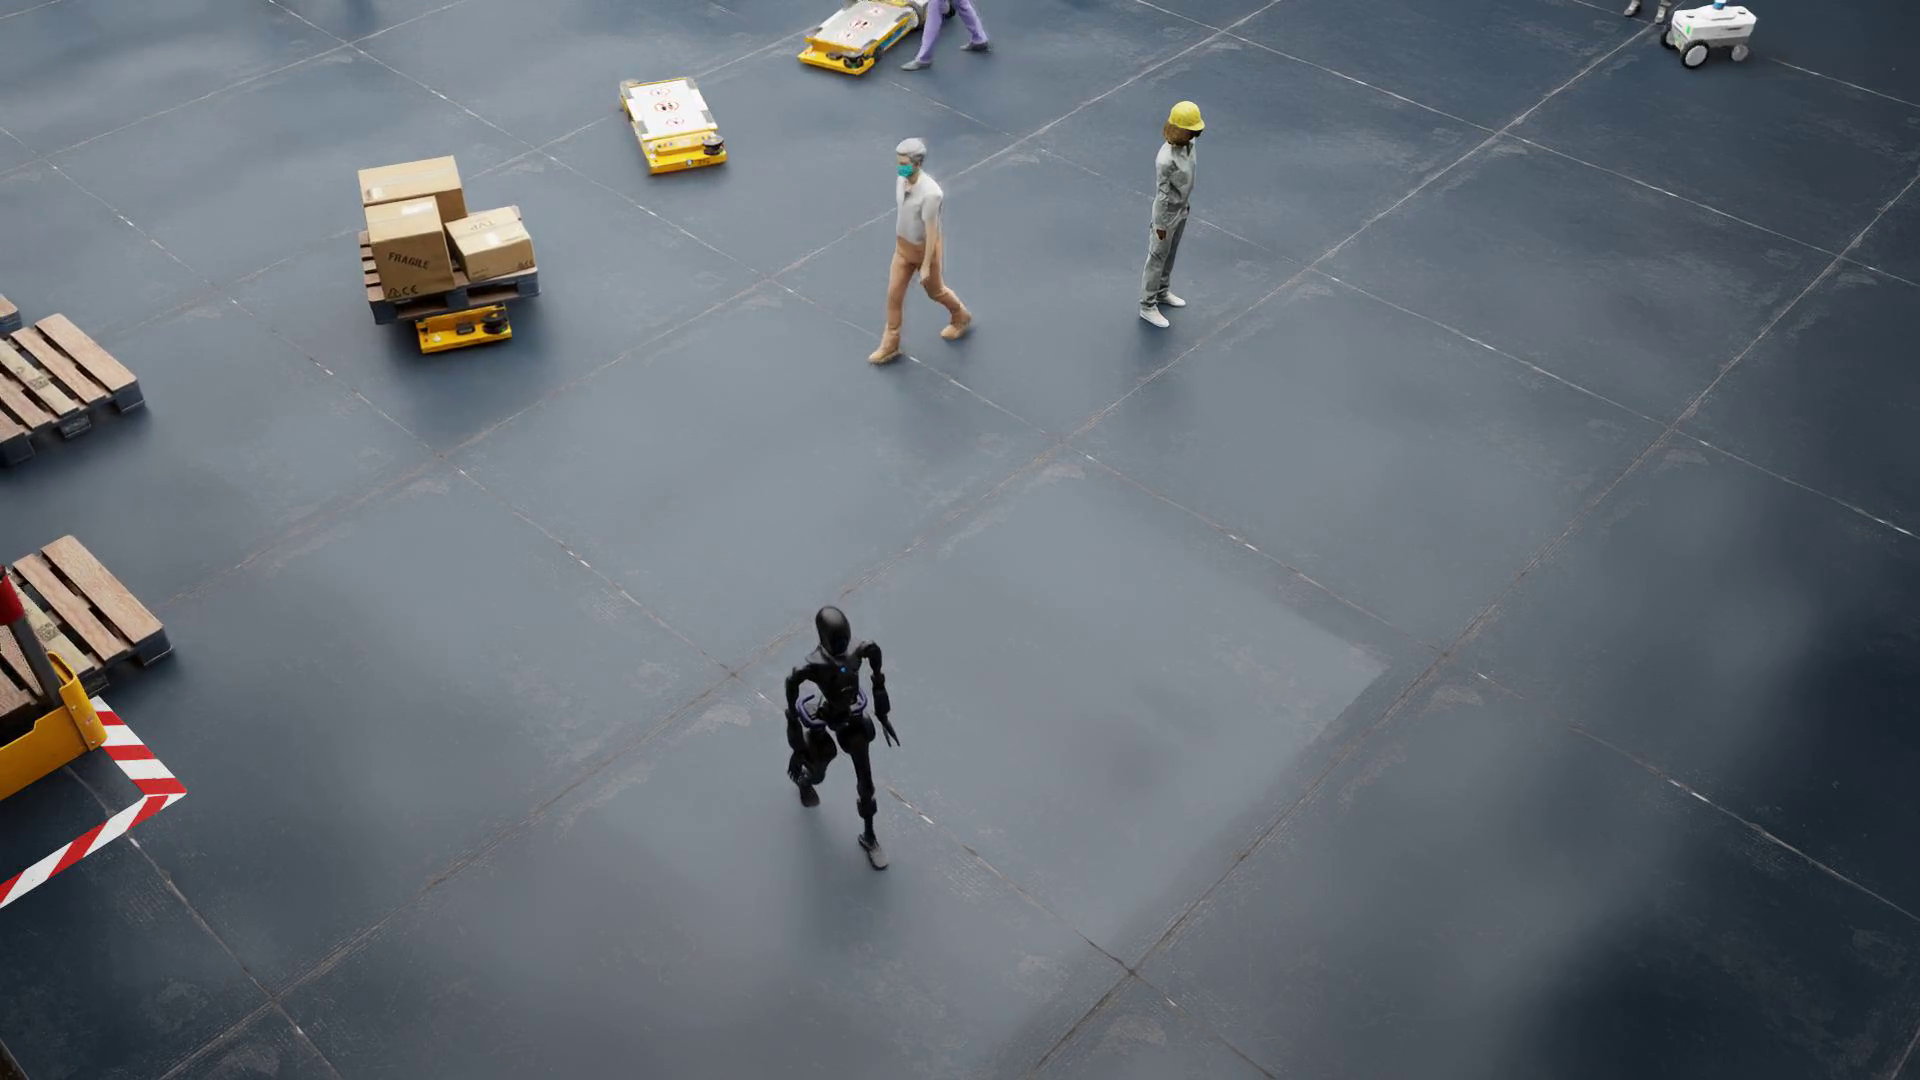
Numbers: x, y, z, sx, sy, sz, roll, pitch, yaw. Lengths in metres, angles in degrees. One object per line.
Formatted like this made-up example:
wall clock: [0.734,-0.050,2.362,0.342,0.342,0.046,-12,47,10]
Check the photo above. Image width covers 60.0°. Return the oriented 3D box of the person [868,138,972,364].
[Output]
person: [-0.267,-2.070,11.749,0.867,1.707,0.477,-31,51,-30]

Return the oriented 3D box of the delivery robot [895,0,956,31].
delivery robot: [-0.416,-5.360,16.283,0.512,0.612,0.783,-30,50,-29]

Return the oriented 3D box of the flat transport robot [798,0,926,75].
flat transport robot: [-0.913,-4.882,15.952,0.659,0.231,1.431,19,45,20]

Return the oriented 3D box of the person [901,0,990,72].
person: [-0.115,-5.230,15.207,0.895,1.796,0.595,-9,43,-10]

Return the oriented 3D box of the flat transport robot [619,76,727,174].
flat transport robot: [-2.540,-3.675,14.611,0.659,0.231,1.431,-14,44,-15]

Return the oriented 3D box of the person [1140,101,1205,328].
person: [1.556,-2.382,12.070,0.321,1.742,0.491,21,46,22]

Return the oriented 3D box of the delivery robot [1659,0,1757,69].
delivery robot: [7.026,-4.778,15.637,0.790,0.614,0.499,-6,42,-7]

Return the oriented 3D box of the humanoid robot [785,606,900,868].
humanoid robot: [-0.636,0.934,8.471,0.600,1.638,0.766,-21,46,-22]

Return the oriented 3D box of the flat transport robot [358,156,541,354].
flat transport robot: [-3.848,-1.928,12.669,0.659,0.231,1.431,-13,44,-14]

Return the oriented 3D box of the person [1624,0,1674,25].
person: [6.799,-5.898,15.914,0.574,1.830,0.389,23,47,23]
